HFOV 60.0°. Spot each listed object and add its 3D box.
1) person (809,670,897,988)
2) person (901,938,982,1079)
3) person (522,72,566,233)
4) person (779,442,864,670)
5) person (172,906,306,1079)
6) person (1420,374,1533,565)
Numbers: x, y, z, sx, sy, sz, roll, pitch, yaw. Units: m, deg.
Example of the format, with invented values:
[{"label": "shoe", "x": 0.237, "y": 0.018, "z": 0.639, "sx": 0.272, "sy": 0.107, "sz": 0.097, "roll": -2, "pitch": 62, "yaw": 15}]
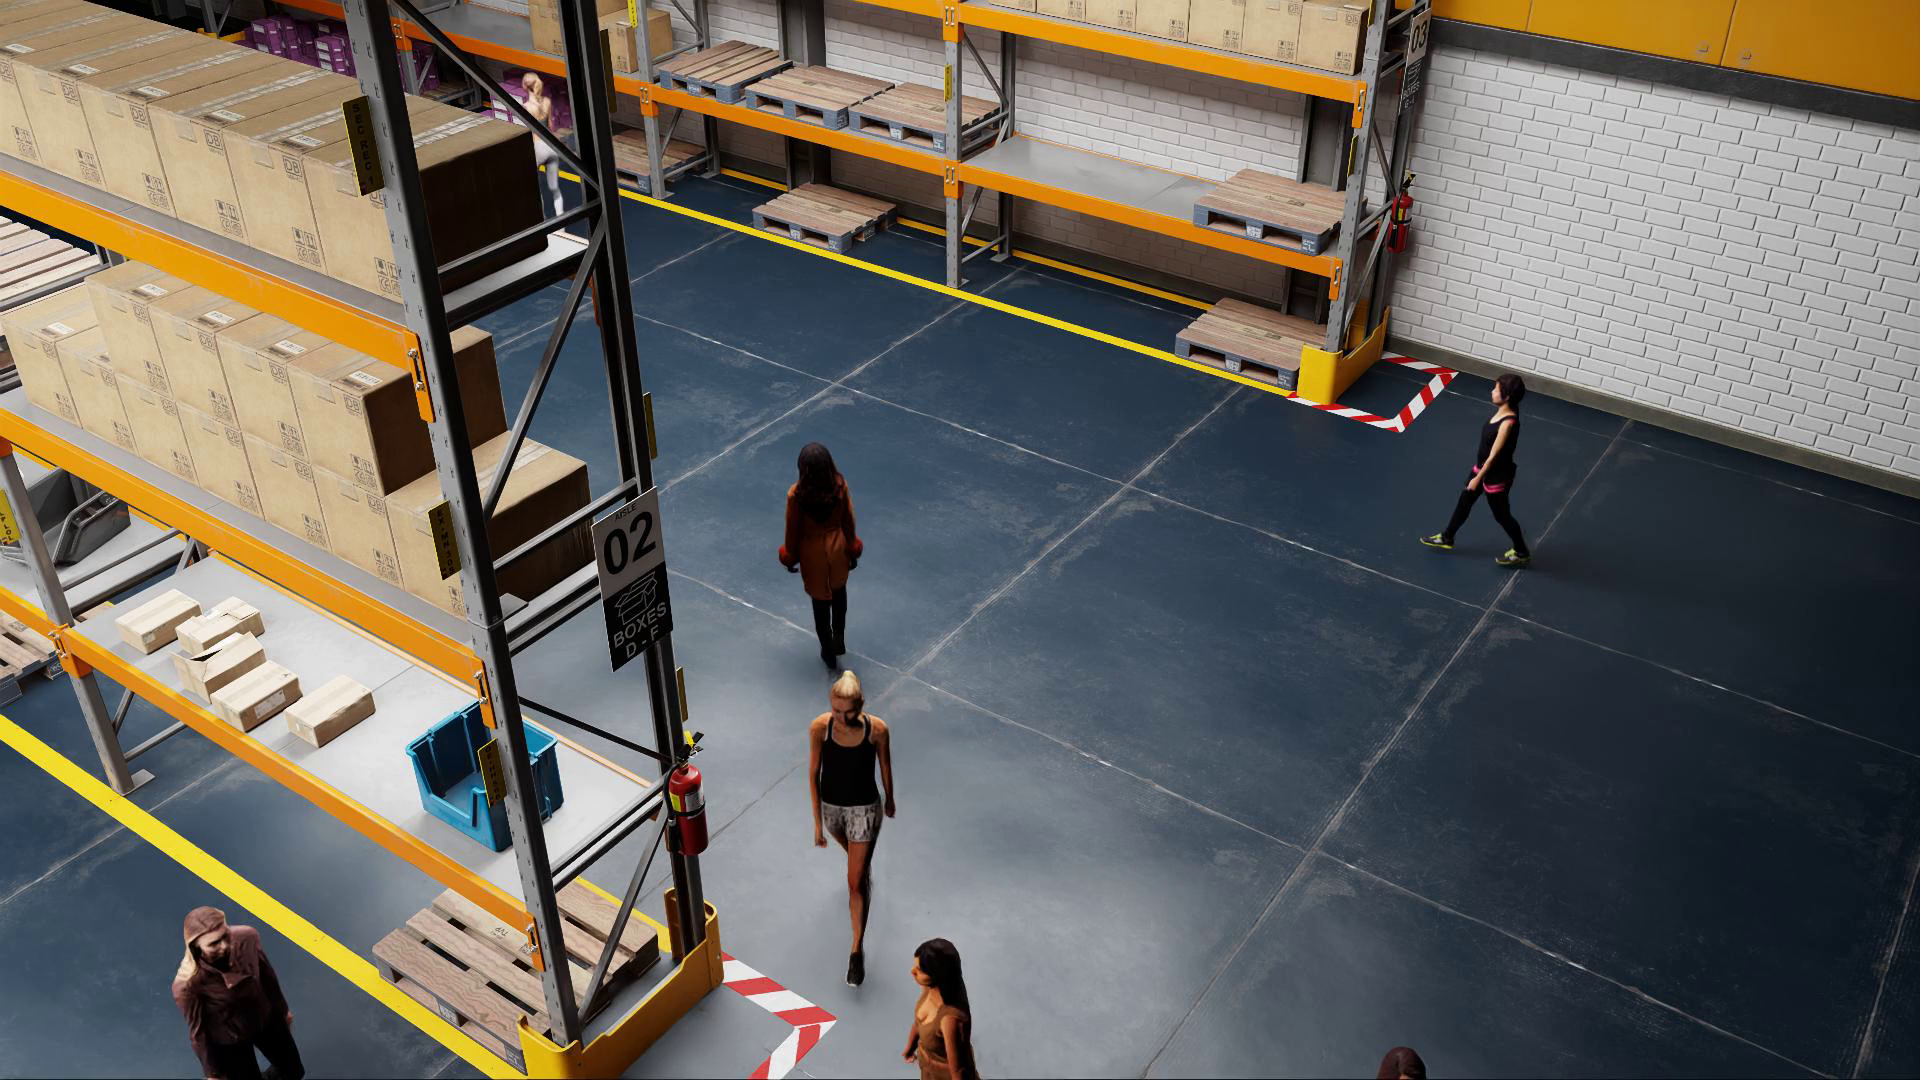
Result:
[{"label": "person", "x": -0.596, "y": 1.385, "z": 9.019, "sx": 1.167, "sy": 1.795, "sz": 0.999, "roll": 4, "pitch": 34, "yaw": 5}, {"label": "person", "x": 0.026, "y": 2.430, "z": 7.575, "sx": 1.008, "sy": 1.654, "sz": 0.963, "roll": -7, "pitch": 34, "yaw": -10}, {"label": "person", "x": -4.255, "y": -3.955, "z": 17.146, "sx": 0.792, "sy": 1.691, "sz": 0.638, "roll": 26, "pitch": 41, "yaw": 33}, {"label": "person", "x": -0.873, "y": 0.161, "z": 10.937, "sx": 0.855, "sy": 1.711, "sz": 0.902, "roll": -9, "pitch": 35, "yaw": -13}, {"label": "person", "x": -3.394, "y": 2.276, "z": 7.772, "sx": 0.697, "sy": 1.691, "sz": 0.650, "roll": 18, "pitch": 37, "yaw": 24}, {"label": "person", "x": 3.955, "y": -0.471, "z": 12.064, "sx": 1.083, "sy": 1.514, "sz": 0.830, "roll": 5, "pitch": 34, "yaw": 8}]
